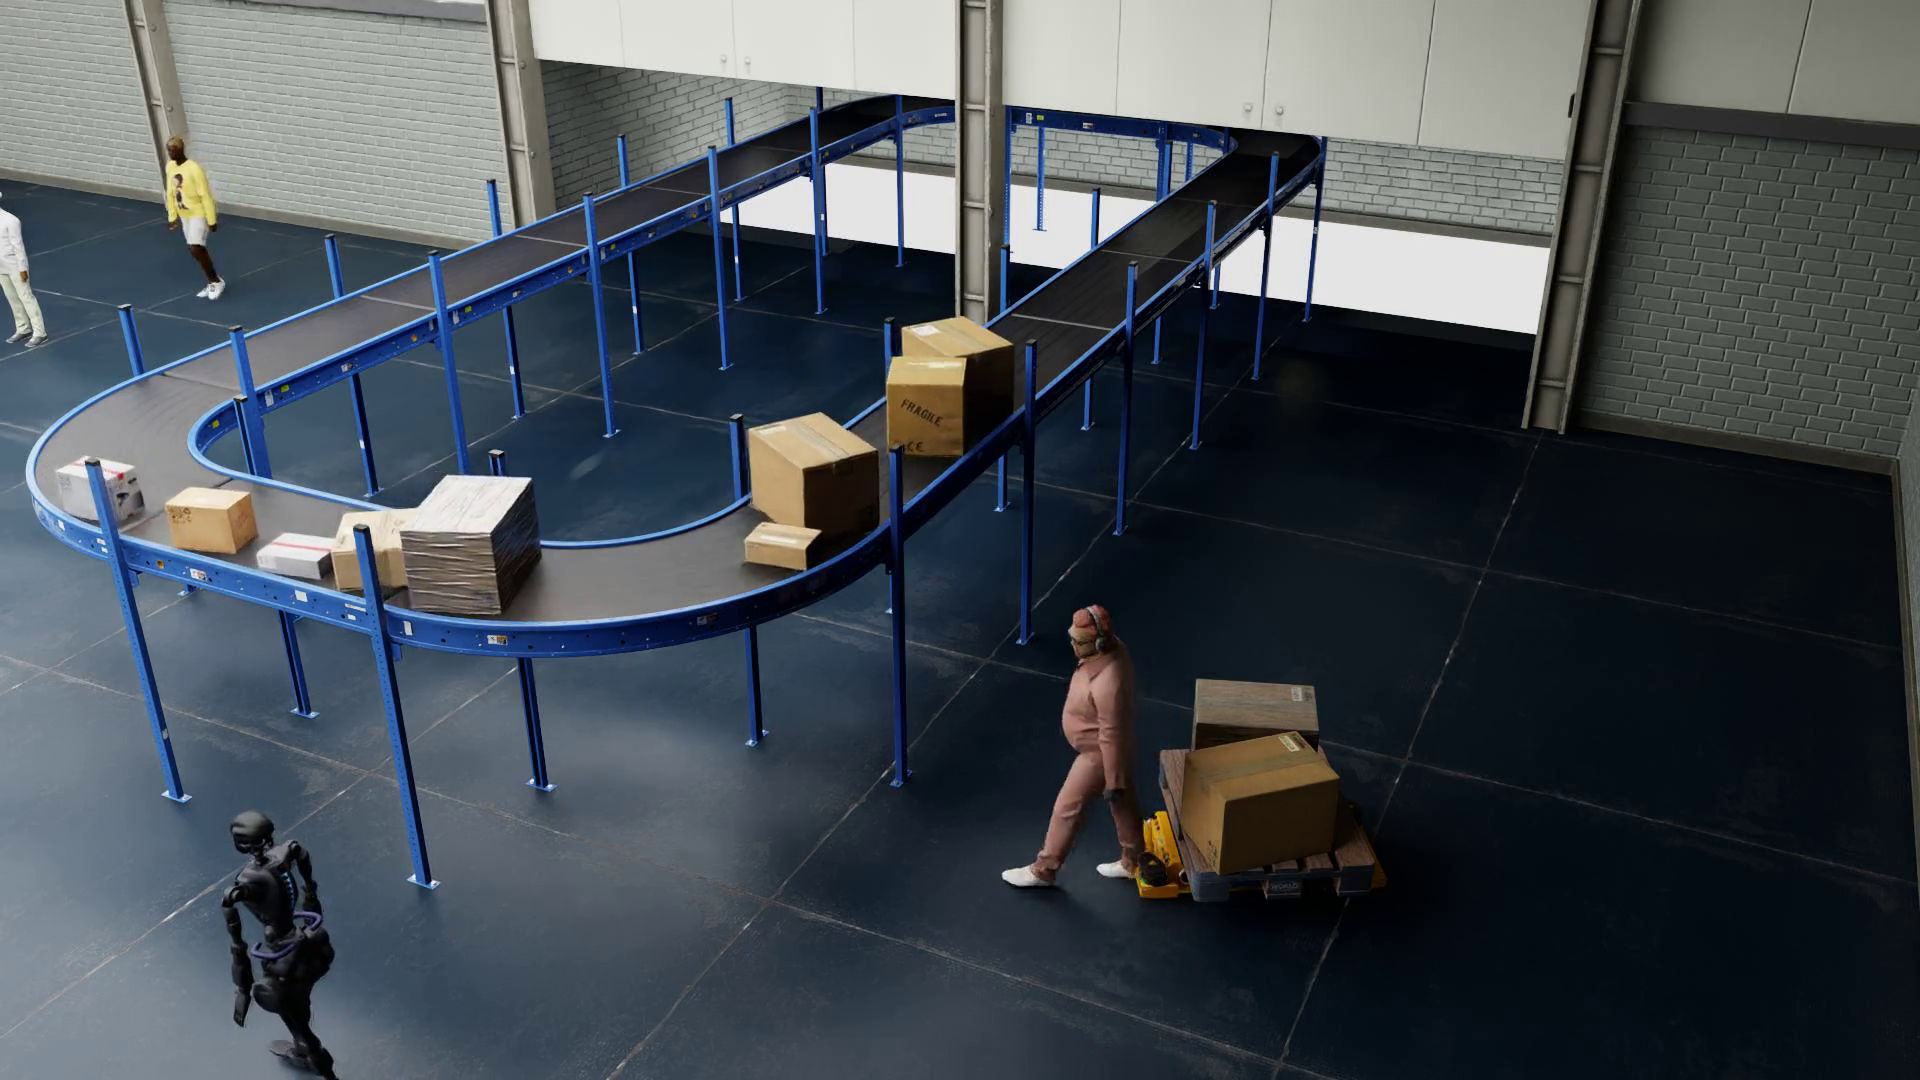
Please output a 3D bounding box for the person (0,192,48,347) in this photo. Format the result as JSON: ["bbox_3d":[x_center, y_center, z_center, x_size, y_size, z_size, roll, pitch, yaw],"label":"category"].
[{"bbox_3d":[-10.154,-2.927,17.715,0.565,1.743,0.349,12,29,23],"label":"person"}]

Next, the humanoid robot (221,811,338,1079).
[{"bbox_3d":[-3.243,1.990,7.907,0.687,1.636,0.589,9,28,18],"label":"humanoid robot"}]

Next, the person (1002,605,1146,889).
[{"bbox_3d":[0.672,1.169,9.328,0.942,1.858,0.672,4,27,8],"label":"person"}]

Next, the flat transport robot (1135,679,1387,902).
[{"bbox_3d":[1.728,1.823,9.803,1.431,0.231,0.659,-2,26,-3],"label":"flat transport robot"}]

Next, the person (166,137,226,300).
[{"bbox_3d":[-8.815,-3.684,19.088,0.550,1.883,0.499,14,30,26],"label":"person"}]
